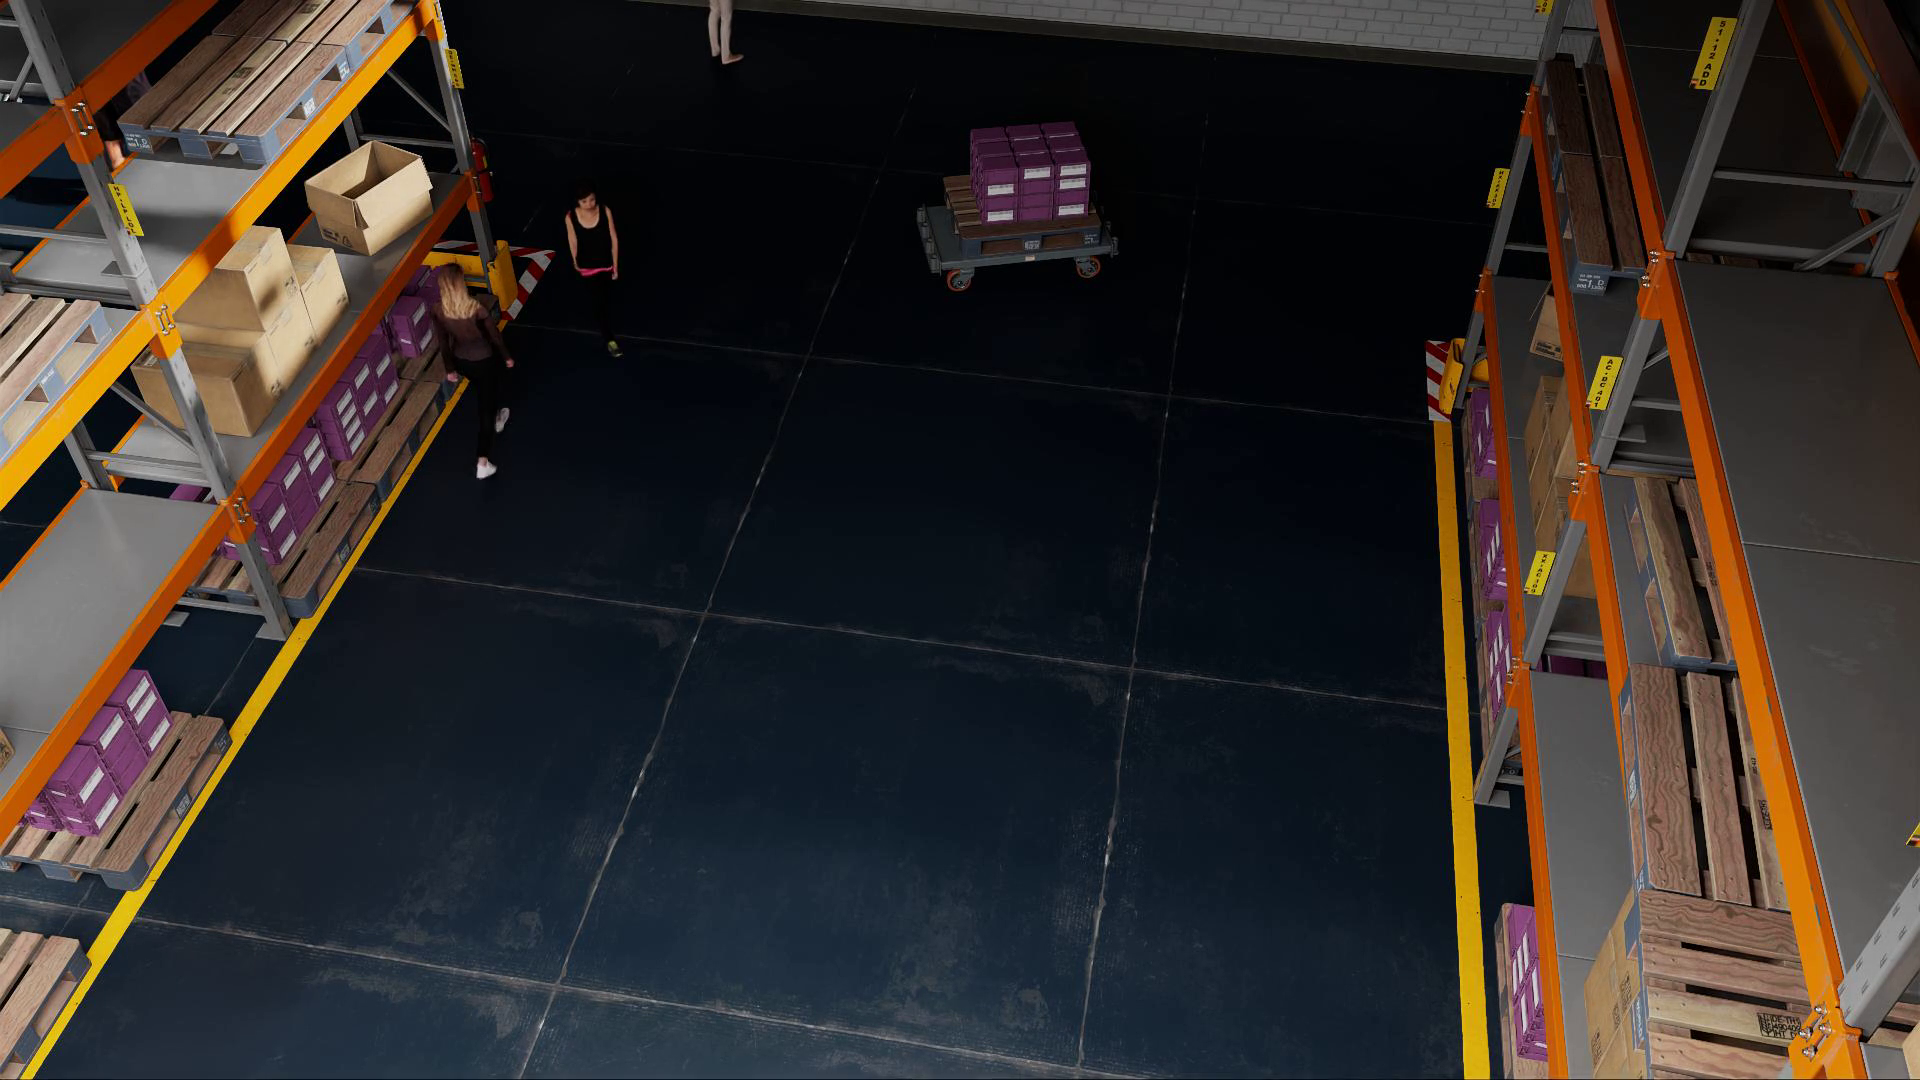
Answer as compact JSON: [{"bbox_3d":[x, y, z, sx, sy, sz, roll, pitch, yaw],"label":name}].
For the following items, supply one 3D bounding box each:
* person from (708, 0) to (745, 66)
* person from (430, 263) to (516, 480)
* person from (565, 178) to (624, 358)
[{"bbox_3d":[-2.466,-5.713,16.936,0.699,1.725,0.669,-33,53,-30],"label":"person"},{"bbox_3d":[-3.590,-1.224,12.267,0.614,1.665,1.090,7,44,8],"label":"person"},{"bbox_3d":[-2.968,-2.321,13.533,0.964,1.508,1.127,-17,46,-17],"label":"person"}]
